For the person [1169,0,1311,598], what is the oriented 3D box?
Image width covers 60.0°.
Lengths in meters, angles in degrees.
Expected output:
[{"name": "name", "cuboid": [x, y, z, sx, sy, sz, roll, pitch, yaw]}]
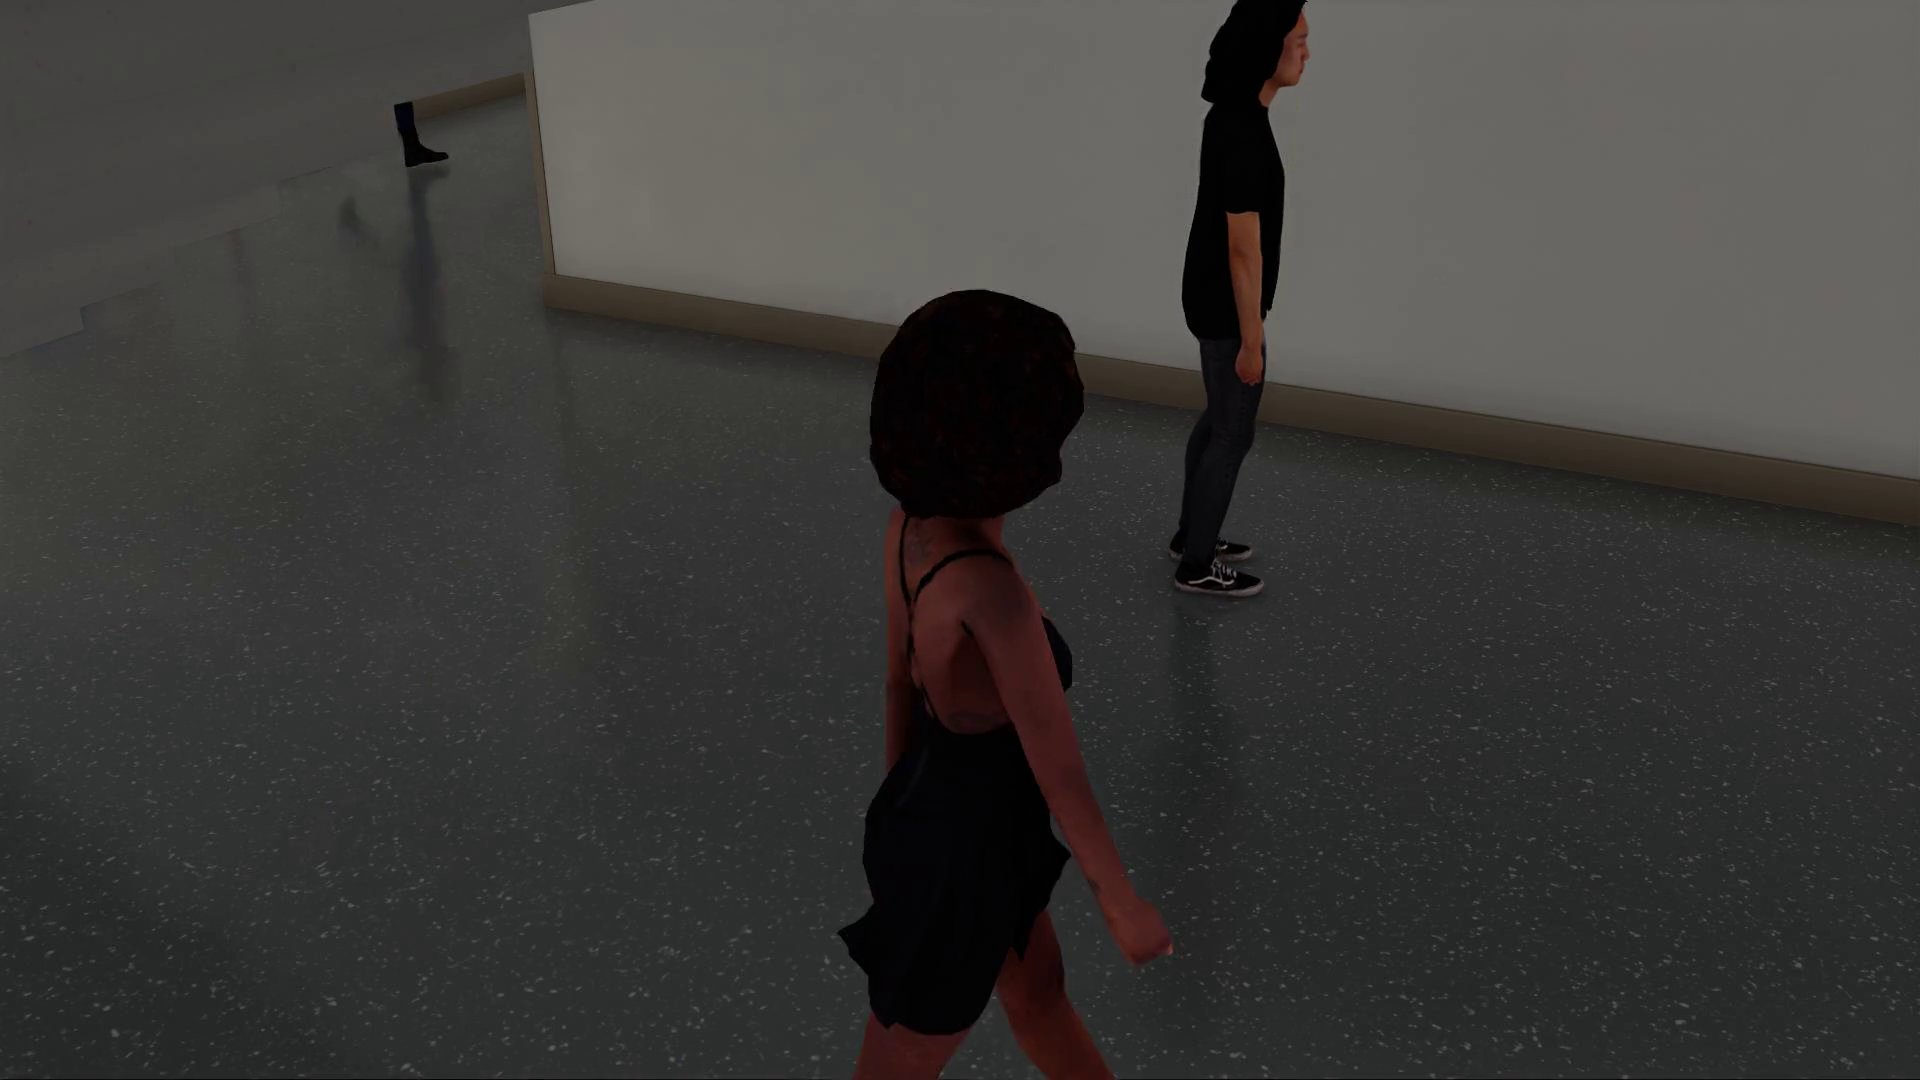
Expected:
[{"name": "person", "cuboid": [0.786, -0.703, 4.927, 0.676, 1.823, 0.704, 0, 26, 1]}]

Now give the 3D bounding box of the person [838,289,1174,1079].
[{"name": "person", "cuboid": [-0.091, 0.541, 2.452, 1.124, 1.746, 1.029, -7, 27, -14]}]
